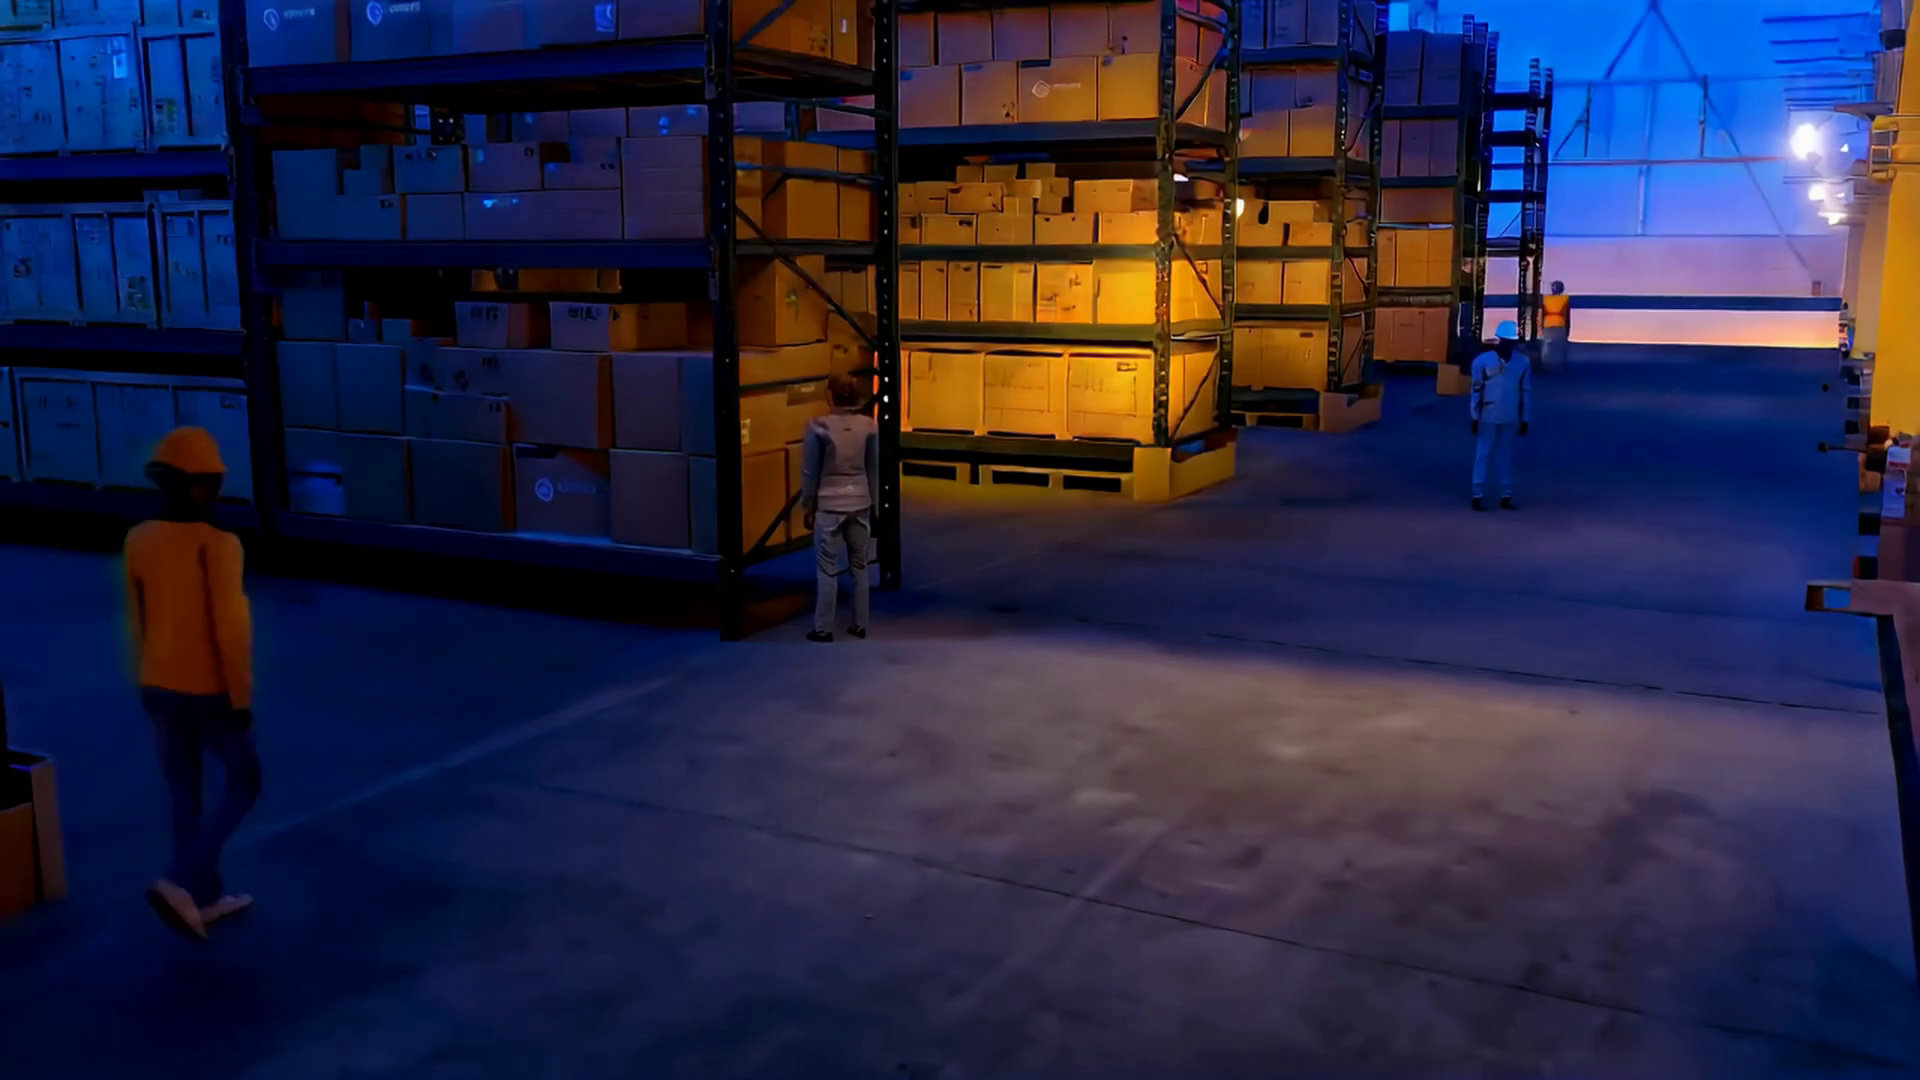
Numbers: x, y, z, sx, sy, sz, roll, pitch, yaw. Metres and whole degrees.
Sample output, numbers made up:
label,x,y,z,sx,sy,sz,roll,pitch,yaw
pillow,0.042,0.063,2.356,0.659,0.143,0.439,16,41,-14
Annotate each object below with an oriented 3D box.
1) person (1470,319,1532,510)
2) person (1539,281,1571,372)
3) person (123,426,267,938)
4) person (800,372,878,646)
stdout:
label,x,y,z,sx,sy,sz,roll,pitch,yaw
person,4.908,-1.130,15.081,0.563,1.743,0.351,-1,10,-4
person,11.669,-4.176,32.589,0.921,1.795,0.594,-9,13,-43
person,-2.619,0.498,5.619,0.528,1.757,0.483,4,10,21
person,-0.706,-0.183,9.923,0.523,1.632,0.314,-7,12,-34
